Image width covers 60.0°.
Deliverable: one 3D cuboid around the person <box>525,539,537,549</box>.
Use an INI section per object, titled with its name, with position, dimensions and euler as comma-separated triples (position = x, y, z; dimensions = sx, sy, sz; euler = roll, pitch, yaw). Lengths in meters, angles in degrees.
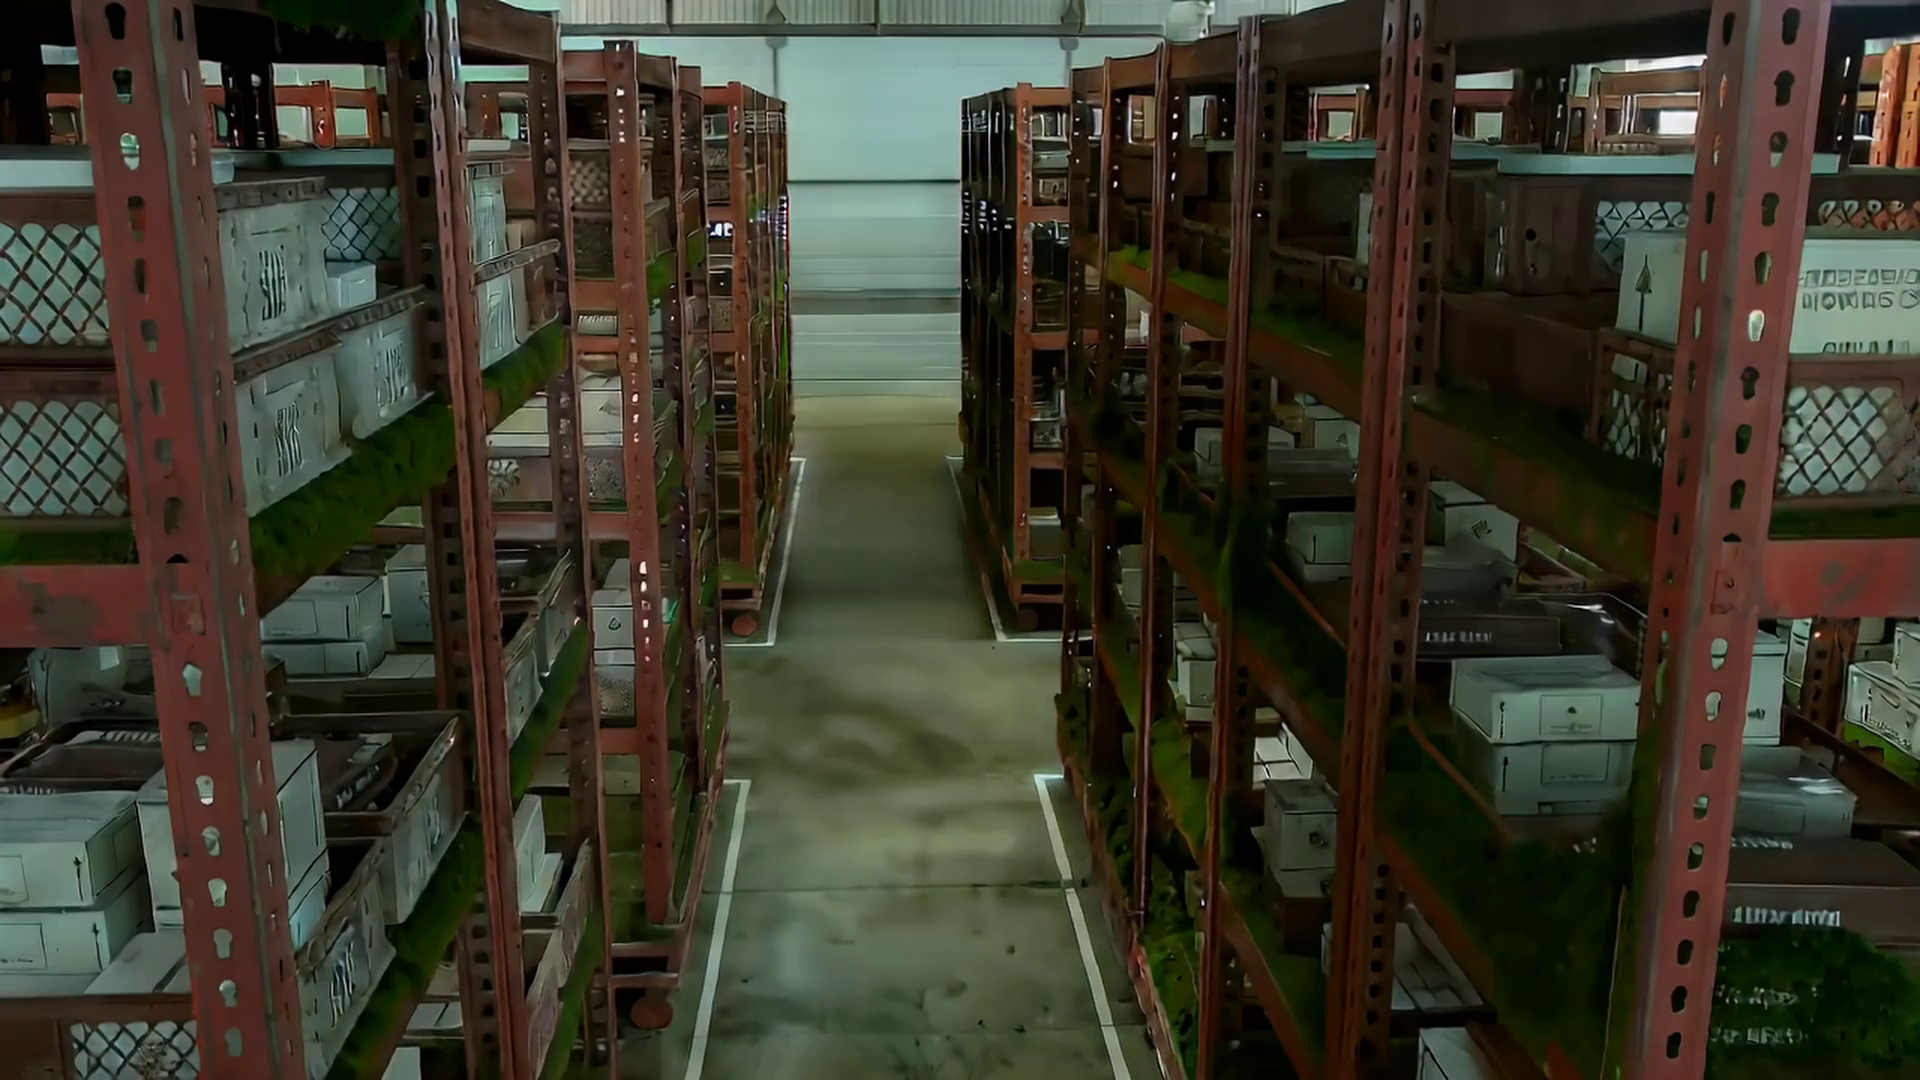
[person]
position = -2.671, -0.199, 10.472
dimensions = 0.415, 1.985, 0.611
euler = -1, 14, -4
